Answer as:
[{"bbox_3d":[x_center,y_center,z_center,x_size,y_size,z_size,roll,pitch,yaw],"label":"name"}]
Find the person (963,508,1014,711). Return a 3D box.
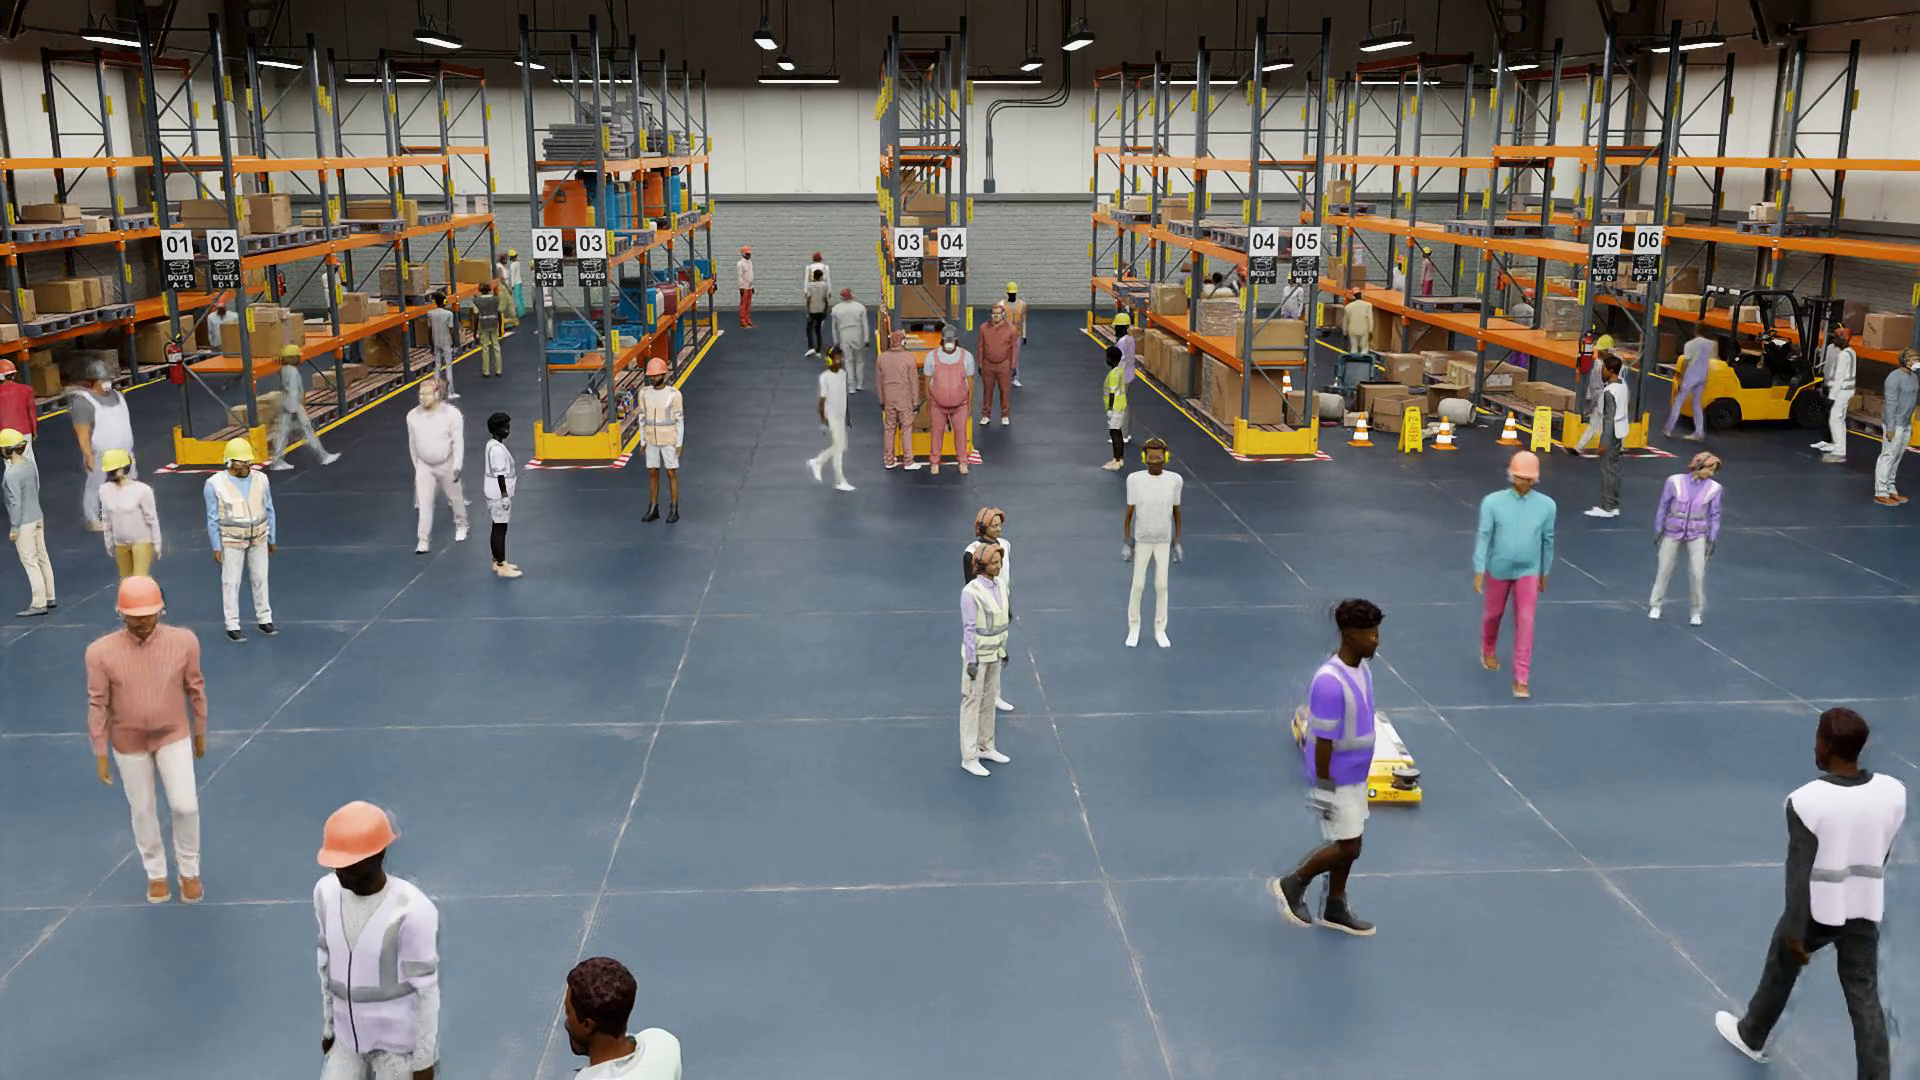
[{"bbox_3d":[0.216,0.554,12.779,0.308,1.641,0.514,10,17,36],"label":"person"}]

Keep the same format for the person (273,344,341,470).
[{"bbox_3d":[-9.003,-1.821,22.700,0.897,1.696,0.494,-11,17,-38],"label":"person"}]

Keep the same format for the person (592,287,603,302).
[{"bbox_3d":[-8.178,-5.307,37.624,0.267,1.632,0.505,-9,16,-33],"label":"person"}]

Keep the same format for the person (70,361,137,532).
[{"bbox_3d":[-9.634,-1.066,18.784,1.041,2.000,0.690,7,15,28],"label":"person"}]

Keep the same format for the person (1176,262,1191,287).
[{"bbox_3d":[5.466,-5.894,40.139,0.524,1.612,0.463,-5,14,-19],"label":"person"}]

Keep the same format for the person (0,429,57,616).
[{"bbox_3d":[-8.769,-0.166,15.560,0.326,1.767,0.533,-2,13,-7],"label":"person"}]

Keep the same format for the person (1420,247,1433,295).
[{"bbox_3d":[12.266,-6.825,43.795,0.351,1.759,0.523,12,18,41],"label":"person"}]

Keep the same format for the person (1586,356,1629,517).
[{"bbox_3d":[7.729,-1.227,19.732,0.371,1.916,0.596,8,16,32],"label":"person"}]

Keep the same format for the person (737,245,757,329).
[{"bbox_3d":[-5.184,-6.146,40.401,0.380,1.994,0.618,5,14,19],"label":"person"}]

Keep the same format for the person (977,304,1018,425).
[{"bbox_3d":[0.581,-2.762,26.253,0.637,1.911,0.403,2,13,10],"label":"person"}]

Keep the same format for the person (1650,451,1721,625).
[{"bbox_3d":[6.669,-0.030,15.306,0.555,1.613,0.377,5,14,18],"label":"person"}]

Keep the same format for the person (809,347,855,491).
[{"bbox_3d":[-1.647,-1.572,21.325,0.678,1.856,0.521,8,15,30],"label":"person"}]

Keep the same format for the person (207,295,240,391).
[{"bbox_3d":[-13.318,-3.595,30.171,0.574,1.732,0.667,-3,14,-14],"label":"person"}]

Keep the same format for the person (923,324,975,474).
[{"bbox_3d":[-0.143,-1.884,22.250,0.684,2.000,0.536,0,13,-2],"label":"person"}]

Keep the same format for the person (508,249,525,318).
[{"bbox_3d":[-11.453,-6.590,42.804,0.345,1.759,0.519,0,13,1],"label":"person"}]

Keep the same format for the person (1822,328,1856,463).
[{"bbox_3d":[12.281,-2.022,23.193,0.344,1.874,0.585,8,15,30],"label":"person"}]

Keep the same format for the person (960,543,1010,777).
[{"bbox_3d":[0.176,0.817,11.663,0.314,1.642,0.514,8,16,31],"label":"person"}]

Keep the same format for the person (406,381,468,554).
[{"bbox_3d":[-5.698,-0.823,18.165,0.640,1.863,1.027,0,13,-1],"label":"person"}]

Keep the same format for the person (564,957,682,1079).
[{"bbox_3d":[-1.057,2.201,5.207,0.387,1.919,0.594,4,14,17],"label":"person"}]

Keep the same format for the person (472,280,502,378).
[{"bbox_3d":[-8.983,-4.007,31.656,0.563,1.847,0.389,-10,16,-36],"label":"person"}]

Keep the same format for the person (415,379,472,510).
[{"bbox_3d":[-6.270,-1.154,20.082,0.726,1.599,0.578,-7,15,-28],"label":"person"}]

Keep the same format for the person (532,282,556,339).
[{"bbox_3d":[-9.461,-5.348,37.839,0.530,1.609,0.744,-3,14,-12],"label":"person"}]

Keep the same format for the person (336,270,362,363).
[{"bbox_3d":[-12.540,-4.577,33.903,0.400,1.923,0.652,10,17,36],"label":"person"}]

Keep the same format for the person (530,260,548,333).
[{"bbox_3d":[-9.966,-5.768,39.393,0.416,1.719,0.493,3,14,14],"label":"person"}]

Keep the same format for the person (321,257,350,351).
[{"bbox_3d":[-13.470,-5.106,35.891,0.370,2.044,0.608,2,13,10],"label":"person"}]

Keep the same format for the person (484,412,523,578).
[{"bbox_3d":[-4.683,-0.460,16.965,0.319,1.692,0.533,-5,14,-22],"label":"person"}]

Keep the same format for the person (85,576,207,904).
[{"bbox_3d":[-4.623,1.160,9.507,0.622,1.969,0.607,-7,15,-27],"label":"person"}]

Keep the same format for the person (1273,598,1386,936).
[{"bbox_3d":[2.081,1.256,9.139,0.466,1.946,0.629,8,15,31],"label":"person"}]

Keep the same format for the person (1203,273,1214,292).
[{"bbox_3d":[5.505,-5.087,36.756,0.414,1.594,0.542,10,16,36],"label":"person"}]

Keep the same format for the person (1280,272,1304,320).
[{"bbox_3d":[7.010,-4.799,35.186,0.309,1.769,0.524,-13,18,-43],"label":"person"}]

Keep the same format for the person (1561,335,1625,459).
[{"bbox_3d":[8.973,-1.999,23.320,0.969,1.758,0.619,0,13,1],"label":"person"}]

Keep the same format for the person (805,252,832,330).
[{"bbox_3d":[-3.425,-6.016,40.133,0.616,1.864,0.472,1,13,4],"label":"person"}]

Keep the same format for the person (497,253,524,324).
[{"bbox_3d":[-11.138,-6.153,40.862,0.704,1.796,0.630,0,13,0],"label":"person"}]

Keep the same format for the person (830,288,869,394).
[{"bbox_3d":[-1.973,-3.576,29.802,0.677,1.863,0.803,-1,13,-5],"label":"person"}]

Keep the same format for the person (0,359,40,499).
[{"bbox_3d":[-11.772,-1.373,20.686,0.319,1.755,0.572,10,16,36],"label":"person"}]

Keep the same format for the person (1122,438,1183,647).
[{"bbox_3d":[1.688,0.021,14.548,0.534,1.868,0.309,0,13,0],"label":"person"}]

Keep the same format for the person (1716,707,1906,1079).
[{"bbox_3d":[3.976,1.667,7.597,0.592,1.868,1.024,-2,13,-8],"label":"person"}]

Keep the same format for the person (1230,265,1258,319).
[{"bbox_3d":[5.823,-4.709,34.294,0.644,2.012,0.607,-4,14,-16],"label":"person"}]

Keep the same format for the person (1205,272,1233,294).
[{"bbox_3d":[5.154,-4.392,33.181,0.605,1.898,0.651,-1,13,-5],"label":"person"}]

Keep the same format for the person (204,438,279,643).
[{"bbox_3d":[-6.356,-0.007,14.776,0.403,1.824,0.594,12,18,42],"label":"person"}]

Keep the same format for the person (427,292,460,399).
[{"bbox_3d":[-9.025,-3.389,29.021,0.516,1.861,0.320,3,14,11],"label":"person"}]

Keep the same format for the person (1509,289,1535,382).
[{"bbox_3d":[10.555,-3.832,31.150,0.360,1.738,0.568,-7,15,-26],"label":"person"}]

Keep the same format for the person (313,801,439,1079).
[{"bbox_3d":[-2.261,1.907,6.437,0.576,1.924,0.412,5,14,20],"label":"person"}]

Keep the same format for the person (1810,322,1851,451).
[{"bbox_3d":[12.620,-2.213,24.045,0.329,1.861,0.503,-2,13,-7],"label":"person"}]

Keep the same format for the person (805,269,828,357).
[{"bbox_3d":[-2.986,-4.755,34.864,0.532,1.826,0.483,-6,15,-26],"label":"person"}]

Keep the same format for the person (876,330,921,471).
[{"bbox_3d":[-0.814,-1.891,22.578,0.639,1.903,0.409,7,15,26],"label":"person"}]

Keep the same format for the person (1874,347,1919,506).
[{"bbox_3d":[11.514,-1.395,20.399,0.630,1.940,0.372,-11,17,-40],"label":"person"}]

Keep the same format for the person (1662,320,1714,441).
[{"bbox_3d":[10.981,-2.381,24.901,0.572,1.795,0.672,-3,14,-13],"label":"person"}]

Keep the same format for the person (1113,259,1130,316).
[{"bbox_3d":[4.007,-6.112,41.043,0.516,1.633,0.317,-2,13,-8],"label":"person"}]

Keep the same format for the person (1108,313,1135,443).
[{"bbox_3d":[2.403,-2.398,24.668,0.366,1.926,0.592,4,14,17],"label":"person"}]

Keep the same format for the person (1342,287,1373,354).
[{"bbox_3d":[7.616,-3.983,31.862,0.591,1.700,0.544,5,14,20],"label":"person"}]

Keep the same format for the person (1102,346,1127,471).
[{"bbox_3d":[2.102,-1.793,22.617,0.322,1.689,0.530,3,14,12],"label":"person"}]

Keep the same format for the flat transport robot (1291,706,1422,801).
[{"bbox_3d":[2.779,1.487,11.759,0.652,0.197,1.431,1,13,3],"label":"flat transport robot"}]

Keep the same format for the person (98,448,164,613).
[{"bbox_3d":[-7.375,-0.002,14.930,0.556,1.737,0.671,2,13,8],"label":"person"}]

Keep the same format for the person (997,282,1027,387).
[{"bbox_3d":[0.944,-3.757,30.429,0.594,1.924,0.383,-4,14,-16],"label":"person"}]

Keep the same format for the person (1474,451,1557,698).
[{"bbox_3d":[4.499,0.217,13.548,0.623,1.958,1.001,3,14,12],"label":"person"}]

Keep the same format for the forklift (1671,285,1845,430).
[{"bbox_3d":[12.503,-2.886,26.166,2.313,2.155,1.214,-1,13,-3],"label":"forklift"}]

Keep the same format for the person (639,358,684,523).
[{"bbox_3d":[-3.491,-1.160,19.400,0.543,1.939,0.370,3,14,14],"label":"person"}]
